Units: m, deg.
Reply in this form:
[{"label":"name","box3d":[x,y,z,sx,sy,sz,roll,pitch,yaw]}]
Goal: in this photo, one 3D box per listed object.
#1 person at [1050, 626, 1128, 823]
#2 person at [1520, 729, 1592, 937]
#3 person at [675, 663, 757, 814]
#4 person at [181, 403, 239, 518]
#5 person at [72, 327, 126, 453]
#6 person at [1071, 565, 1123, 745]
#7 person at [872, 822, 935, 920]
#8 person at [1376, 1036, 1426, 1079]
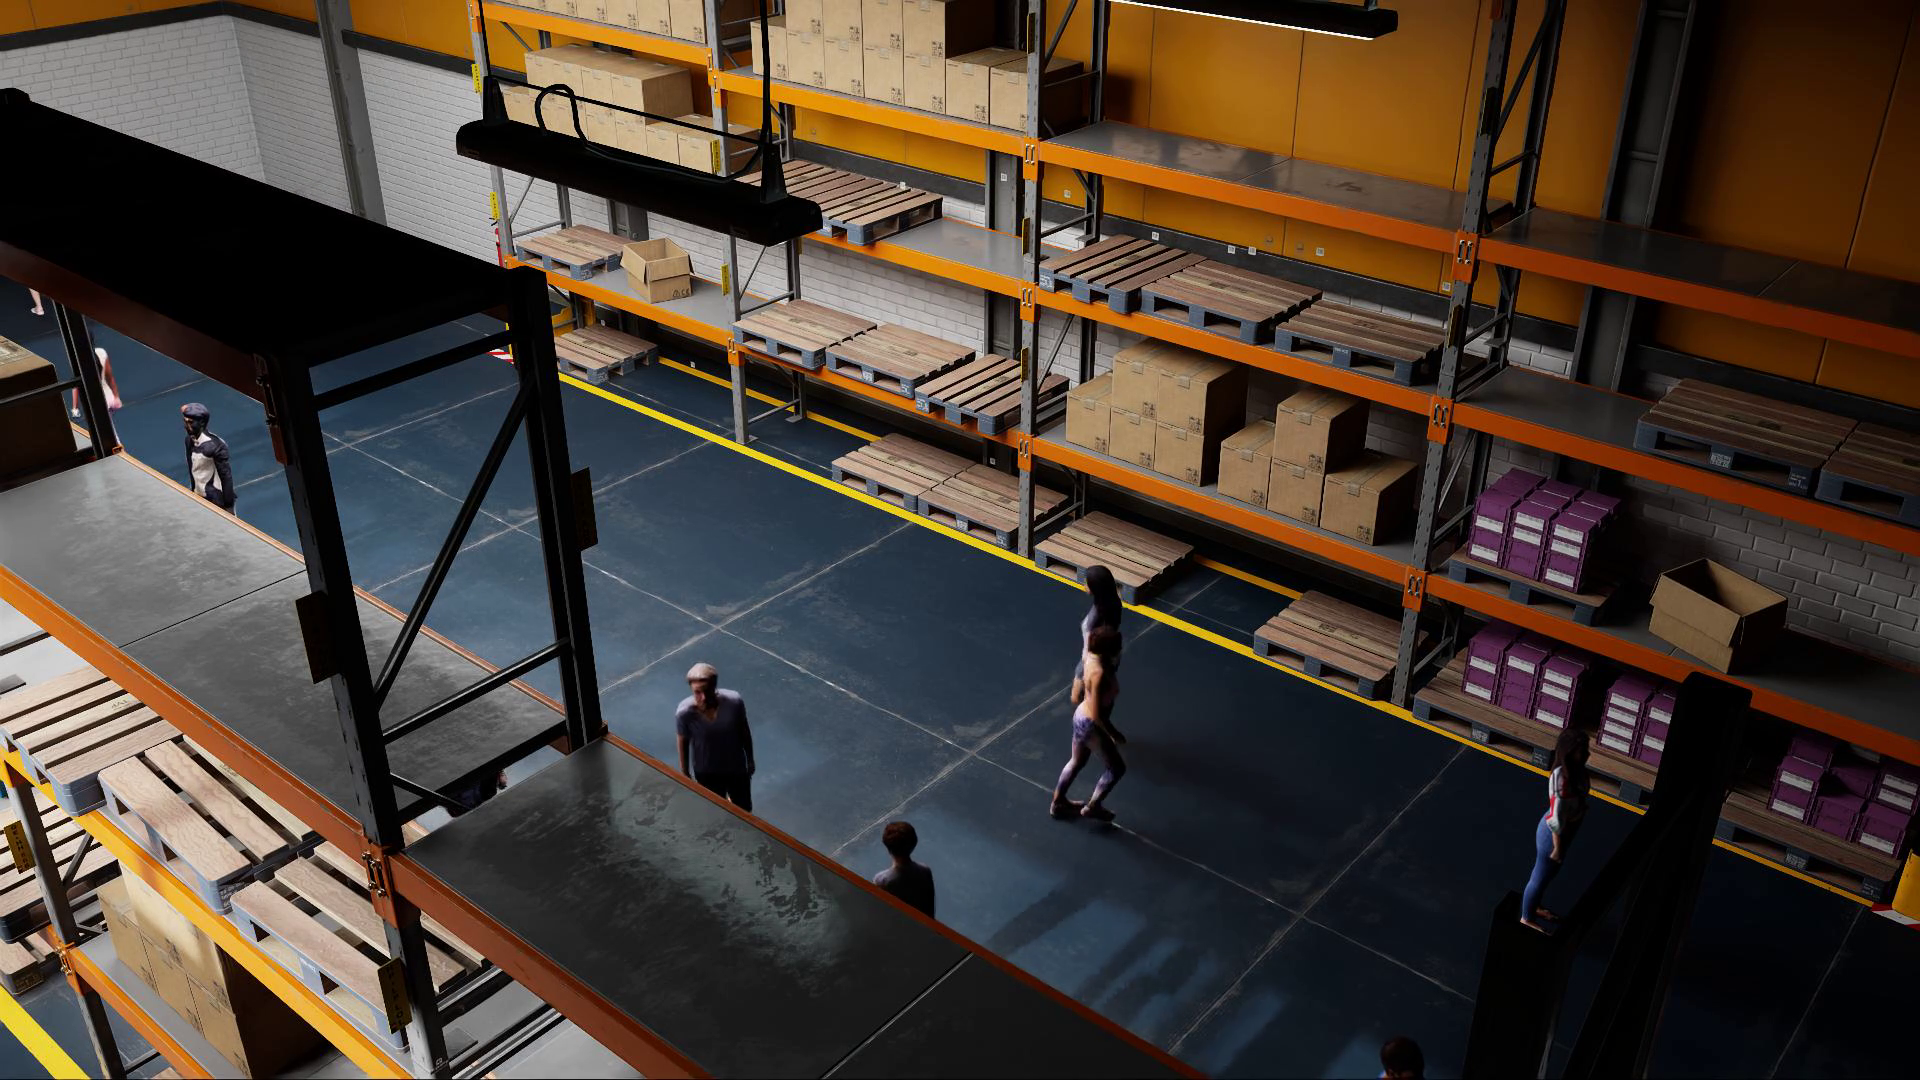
[{"label":"person","box3d":[0.920,1.414,12.137,0.888,1.732,0.827,-6,29,-11]},{"label":"person","box3d":[4.033,1.965,11.250,0.550,1.614,0.614,17,33,28]},{"label":"person","box3d":[-1.703,1.566,11.733,1.008,1.853,1.159,-13,31,-22]},{"label":"person","box3d":[-6.834,-0.382,15.262,0.578,1.893,0.771,16,32,27]},{"label":"person","box3d":[-8.853,-1.382,17.271,0.901,1.723,0.767,8,30,15]},{"label":"person","box3d":[1.153,0.970,12.991,0.723,1.694,0.695,17,33,28]},{"label":"person","box3d":[-0.342,2.521,10.216,0.862,1.628,1.003,-14,32,-24]},{"label":"person","box3d":[2.144,3.265,8.601,0.551,1.868,0.601,23,36,36]}]
